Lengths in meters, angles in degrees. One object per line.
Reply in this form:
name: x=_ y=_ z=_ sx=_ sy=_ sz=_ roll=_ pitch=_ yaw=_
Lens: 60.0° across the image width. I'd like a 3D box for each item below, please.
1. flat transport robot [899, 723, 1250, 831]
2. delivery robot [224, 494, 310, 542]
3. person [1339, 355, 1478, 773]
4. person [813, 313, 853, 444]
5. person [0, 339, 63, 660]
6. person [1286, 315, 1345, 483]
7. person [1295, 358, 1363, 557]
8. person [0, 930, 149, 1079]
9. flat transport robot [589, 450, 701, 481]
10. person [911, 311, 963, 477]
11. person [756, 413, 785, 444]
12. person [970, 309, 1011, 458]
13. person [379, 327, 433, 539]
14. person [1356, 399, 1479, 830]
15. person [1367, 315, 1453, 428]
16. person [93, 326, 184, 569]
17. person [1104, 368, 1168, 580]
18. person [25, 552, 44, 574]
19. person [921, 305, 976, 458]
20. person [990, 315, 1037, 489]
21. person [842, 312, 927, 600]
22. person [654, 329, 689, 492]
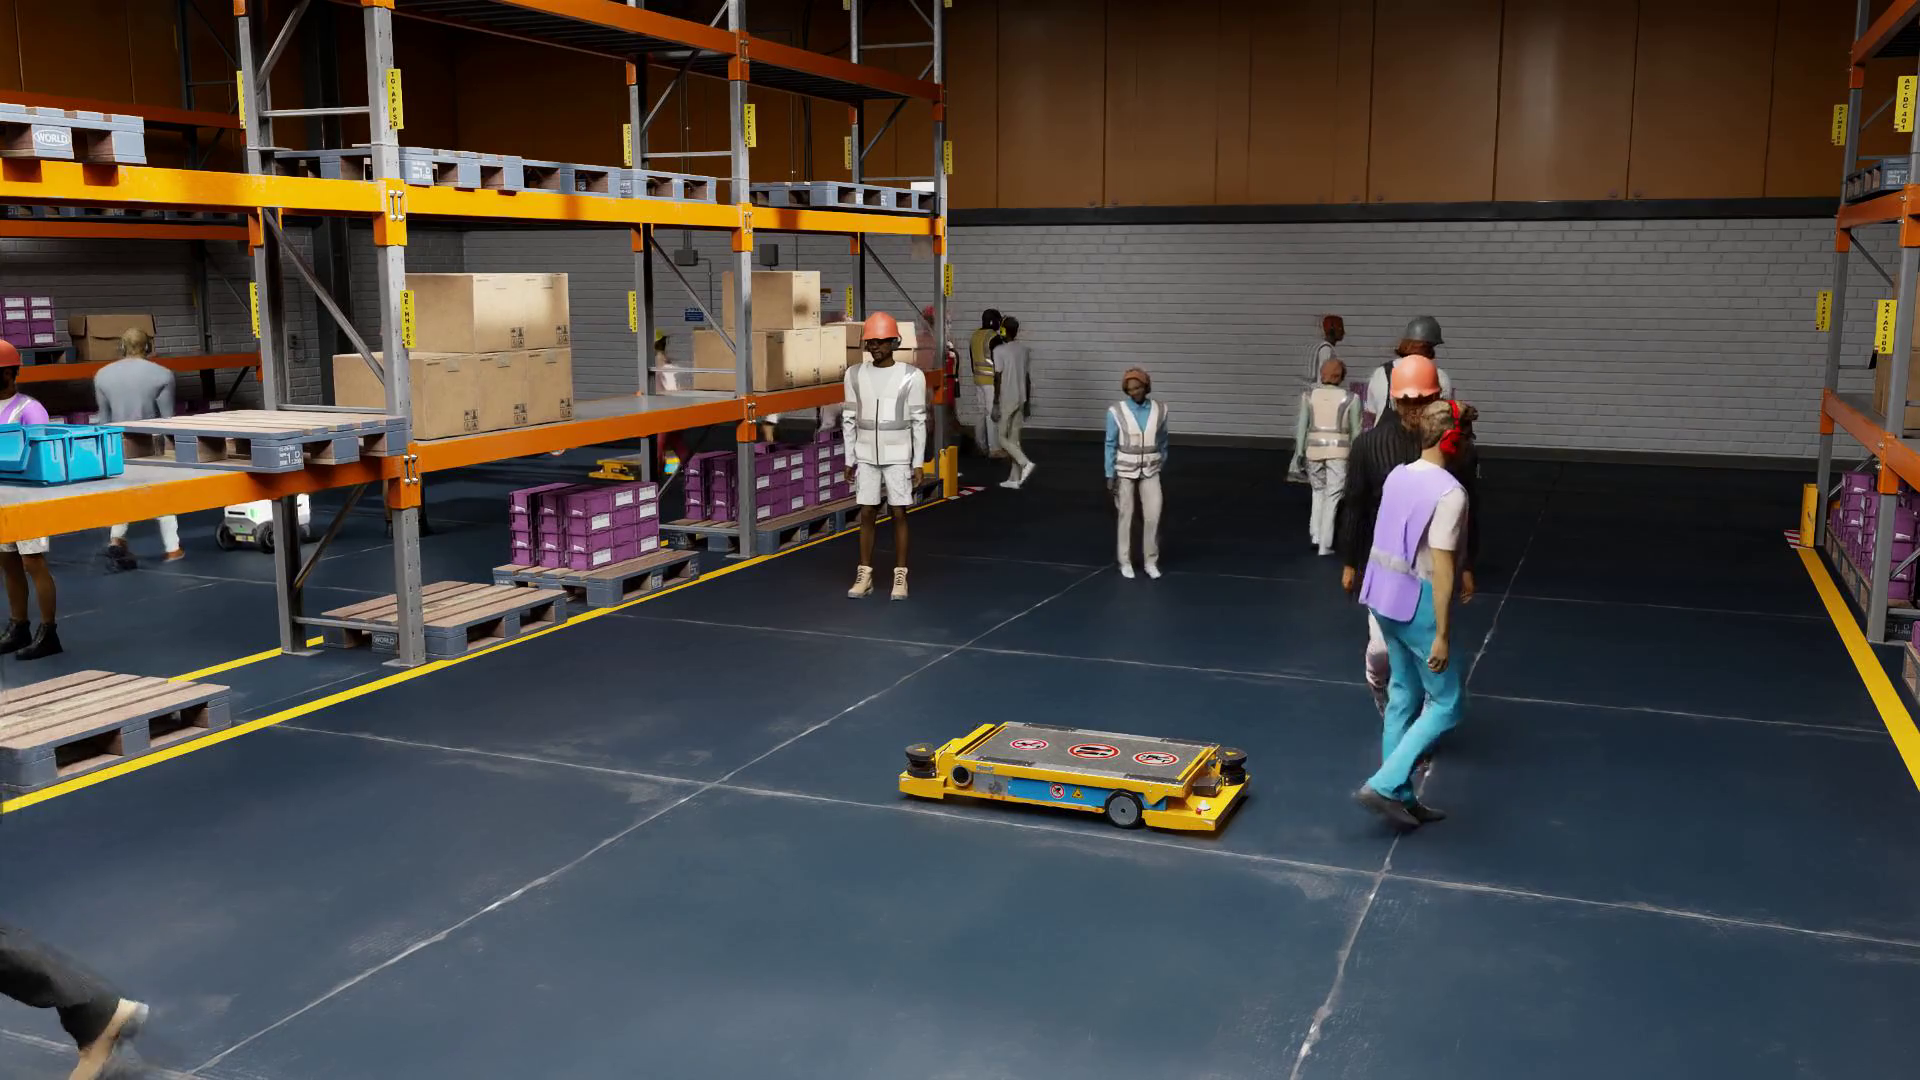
flat transport robot: x=0.512 y=1.023 z=7.392 sx=1.431 sy=0.197 sz=0.652 roll=4 pitch=10 yaw=22
delivery robot: x=-5.794 y=-0.243 z=13.923 sx=0.477 sy=0.478 sz=0.707 roll=3 pitch=10 yaw=20
person: x=2.159 y=0.077 z=8.030 sx=0.637 sy=1.966 sz=0.791 roll=2 pitch=10 yaw=13
person: x=-1.287 y=-1.557 z=18.247 sx=1.010 sy=1.862 sz=0.657 roll=-7 pitch=12 yaw=-36
person: x=-5.721 y=-0.242 z=10.021 sx=0.551 sy=1.936 sz=0.357 roll=4 pitch=10 yaw=25
person: x=4.012 y=-1.506 z=18.006 sx=0.977 sy=1.830 sz=0.600 roll=2 pitch=10 yaw=11
person: x=3.033 y=-0.676 z=13.583 sx=0.536 sy=1.618 sz=0.486 roll=6 pitch=11 yaw=32
person: x=-2.674 y=0.752 z=4.395 sx=0.869 sy=1.817 sz=0.523 roll=-7 pitch=12 yaw=-38
flat transport robot: x=-3.447 y=-0.846 z=18.716 sx=0.652 sy=0.197 sz=1.431 roll=5 pitch=11 yaw=29
person: x=-0.294 y=-1.610 z=18.466 sx=0.643 sy=1.883 sz=0.645 roll=-7 pitch=12 yaw=-38
person: x=-2.074 y=-1.645 z=18.282 sx=0.608 sy=2.023 sz=0.700 roll=8 pitch=12 yaw=39
person: x=0.380 y=-1.936 z=20.589 sx=0.429 sy=1.841 sz=0.621 roll=-6 pitch=11 yaw=-31
person: x=-4.885 y=-0.975 z=14.458 sx=0.547 sy=1.938 sz=0.377 roll=-2 pitch=10 yaw=-14
person: x=1.905 y=0.327 z=6.921 sx=0.438 sy=1.821 sz=0.596 roll=-2 pitch=10 yaw=-14
person: x=3.226 y=-0.593 z=11.838 sx=0.541 sy=2.000 sz=0.698 roll=-8 pitch=12 yaw=-41
person: x=-6.455 y=-0.716 z=13.041 sx=0.643 sy=1.905 sz=0.800 roll=-1 pitch=9 yaw=-8
person: x=1.314 y=-0.488 z=12.487 sx=0.532 sy=1.609 sz=0.560 roll=-2 pitch=10 yaw=-10
person: x=-7.379 y=-0.616 z=12.480 sx=0.719 sy=1.881 sz=0.999 roll=3 pitch=10 yaw=15
person: x=-0.243 y=-1.939 z=20.479 sx=0.922 sy=1.896 sz=0.552 roll=7 pitch=11 yaw=35
person: x=0.581 y=-1.433 z=17.512 sx=0.548 sy=1.848 sz=0.552 roll=-8 pitch=13 yaw=-42
person: x=-0.543 y=-0.584 z=11.772 sx=0.608 sy=2.045 sz=0.391 roll=2 pitch=10 yaw=14
person: x=-3.055 y=-1.333 z=17.307 sx=0.790 sy=1.709 sz=0.592 roll=-2 pitch=10 yaw=-11
